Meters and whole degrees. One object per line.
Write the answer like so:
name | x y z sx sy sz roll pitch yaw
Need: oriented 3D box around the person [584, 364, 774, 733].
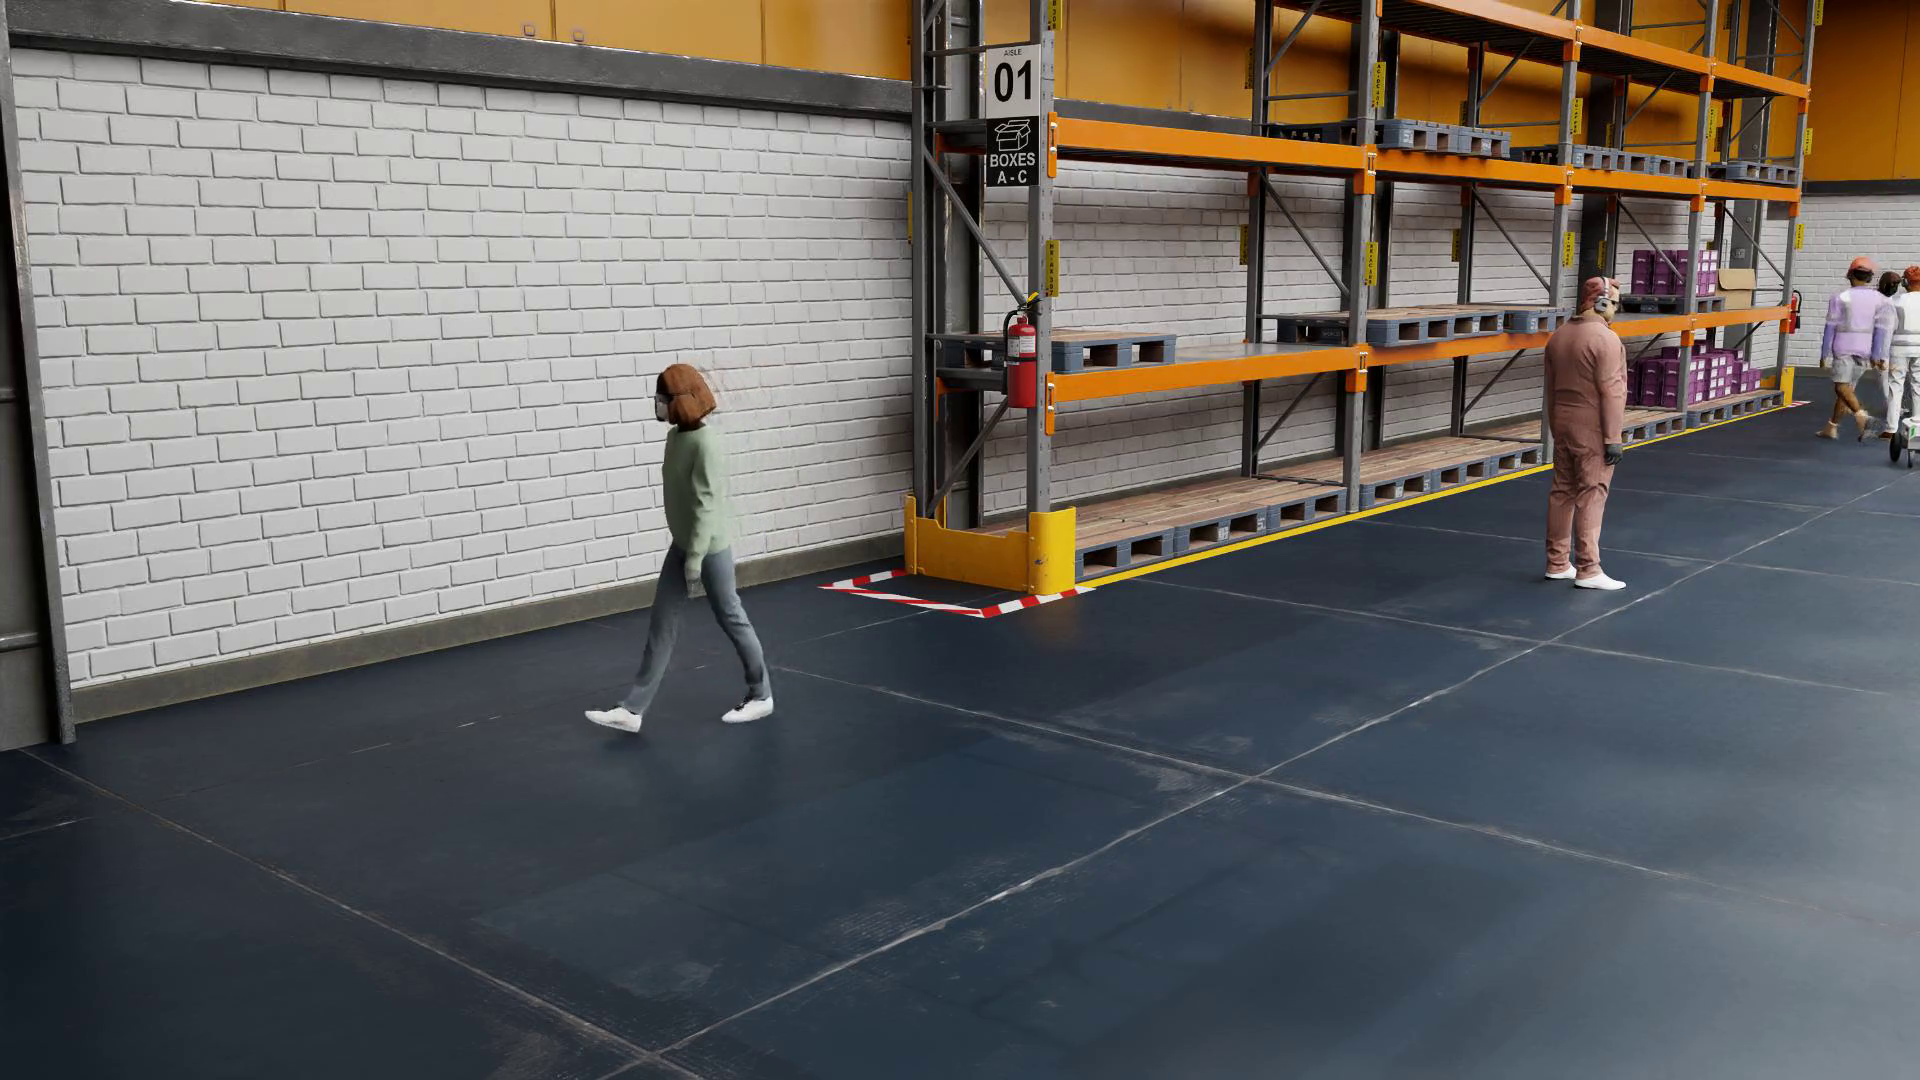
person | -1.171 0.046 7.092 0.869 1.577 0.516 -6 12 -32

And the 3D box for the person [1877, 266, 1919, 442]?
person | 10.161 -1.985 17.829 0.575 1.885 0.355 2 10 8

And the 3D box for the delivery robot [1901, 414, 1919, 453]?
delivery robot | 9.236 -1.032 15.915 0.477 0.478 0.707 4 11 22

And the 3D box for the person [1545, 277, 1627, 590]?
person | 3.861 -0.653 10.202 0.407 1.902 0.639 -3 10 -15

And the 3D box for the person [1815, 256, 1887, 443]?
person | 9.578 -2.027 17.781 0.632 2.000 0.914 -1 10 -4

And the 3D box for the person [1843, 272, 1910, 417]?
person | 11.338 -2.414 20.578 0.664 1.789 0.896 -3 10 -14
